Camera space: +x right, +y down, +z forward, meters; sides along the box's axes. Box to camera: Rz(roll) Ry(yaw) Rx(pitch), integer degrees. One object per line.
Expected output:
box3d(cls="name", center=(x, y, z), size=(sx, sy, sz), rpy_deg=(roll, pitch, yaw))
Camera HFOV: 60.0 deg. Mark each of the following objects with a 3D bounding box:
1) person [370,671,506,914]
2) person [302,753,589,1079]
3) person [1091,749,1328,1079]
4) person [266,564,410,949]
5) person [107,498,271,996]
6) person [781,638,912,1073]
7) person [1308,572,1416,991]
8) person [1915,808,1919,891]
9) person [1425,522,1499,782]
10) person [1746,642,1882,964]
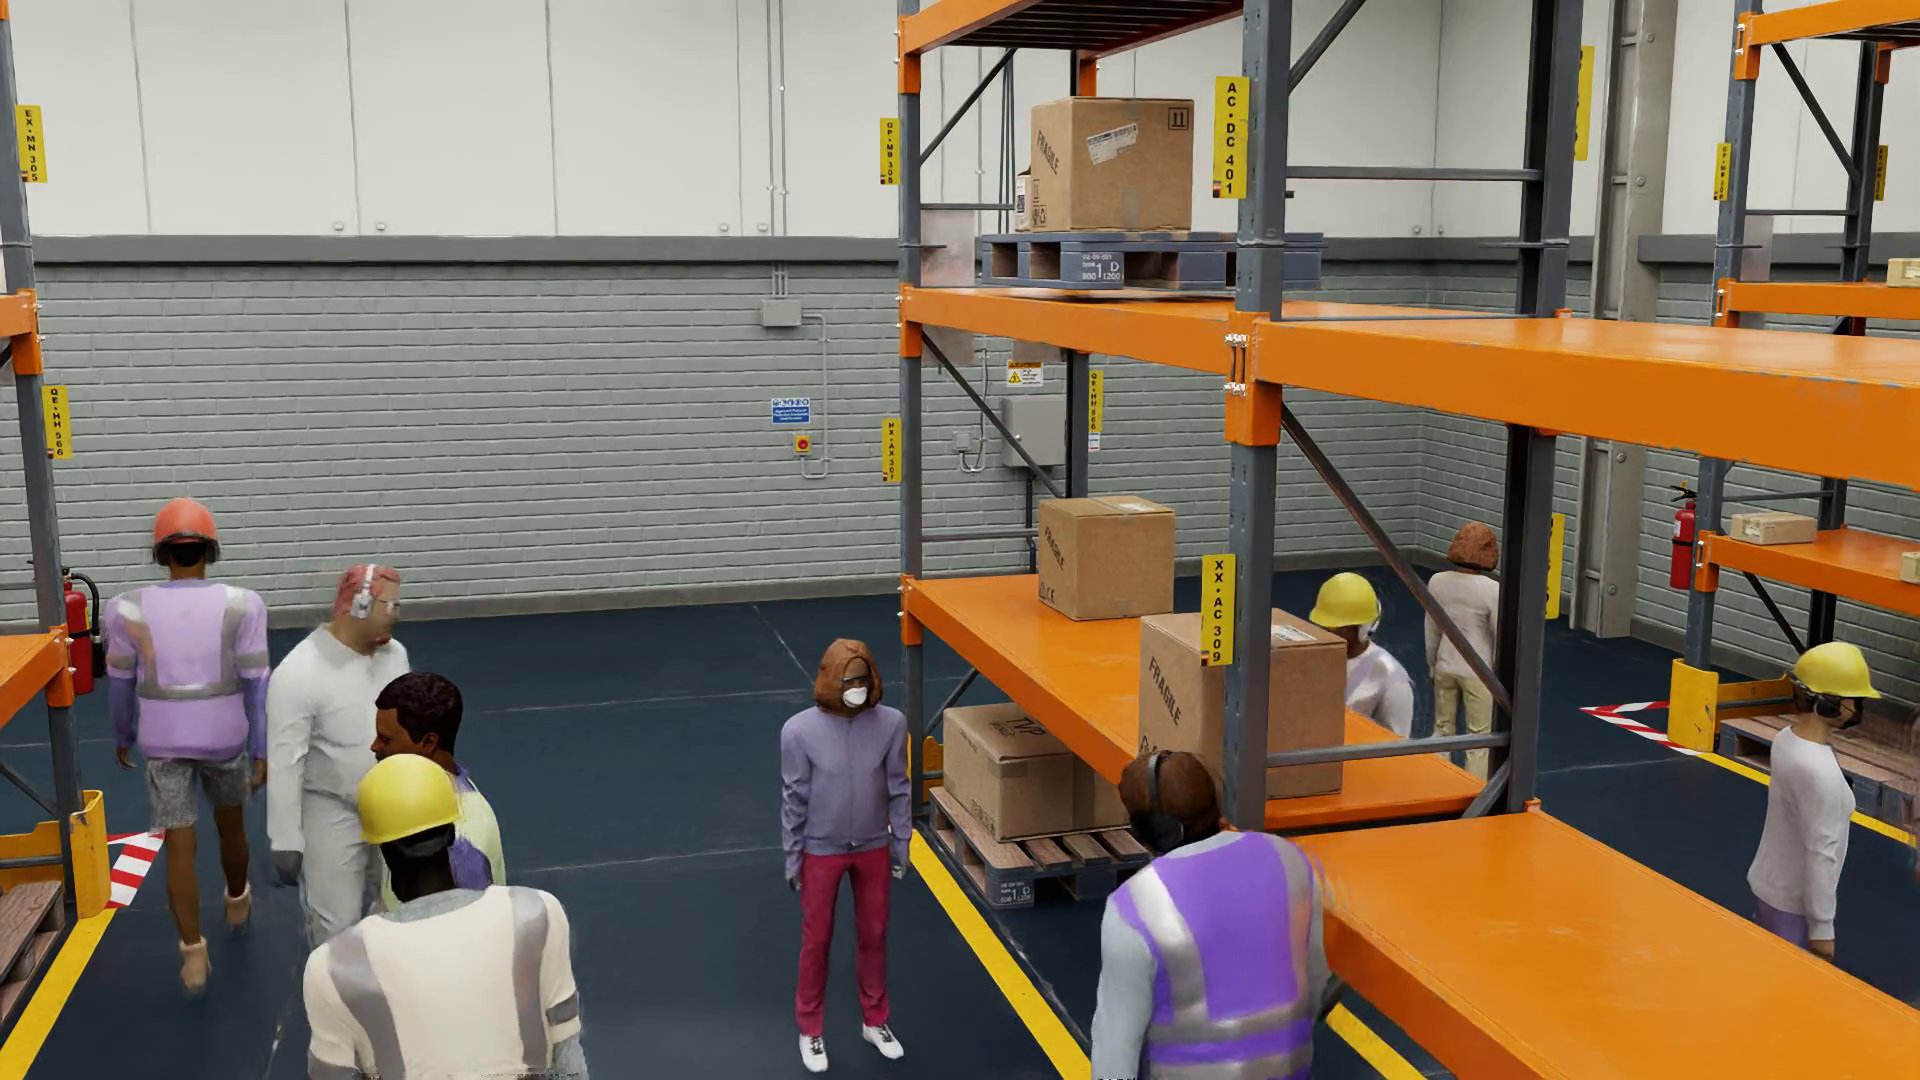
box3d(cls="person", center=(-1.398, 1.291, 4.562), size=(0.380, 1.918, 0.596), rpy_deg=(-5, 11, -29))
box3d(cls="person", center=(-1.160, 1.430, 3.838), size=(0.610, 1.895, 0.530), rpy_deg=(-5, 11, -28))
box3d(cls="person", center=(0.651, 1.426, 4.249), size=(0.685, 1.777, 0.830), rpy_deg=(-4, 11, -22))
box3d(cls="person", center=(-2.276, 1.030, 6.172), size=(0.447, 1.884, 0.758), rpy_deg=(5, 11, 27))
box3d(cls="person", center=(-3.237, 0.816, 7.041), size=(0.630, 1.998, 1.012), rpy_deg=(-4, 11, -22))
box3d(cls="person", center=(-0.416, 1.157, 6.167), size=(0.500, 1.628, 0.265), rpy_deg=(-4, 11, -20))
box3d(cls="person", center=(1.586, 0.983, 6.656), size=(0.767, 1.800, 0.596), rpy_deg=(-5, 11, -24))
box3d(cls="person", center=(3.688, 1.147, 5.886), size=(0.542, 1.748, 0.395), rpy_deg=(-1, 10, -8))
box3d(cls="person", center=(2.645, 0.715, 8.661), size=(0.283, 1.633, 0.497), rpy_deg=(-8, 13, -39))
box3d(cls="person", center=(2.820, 1.199, 5.552), size=(0.345, 1.757, 0.523), rpy_deg=(3, 10, 16))
